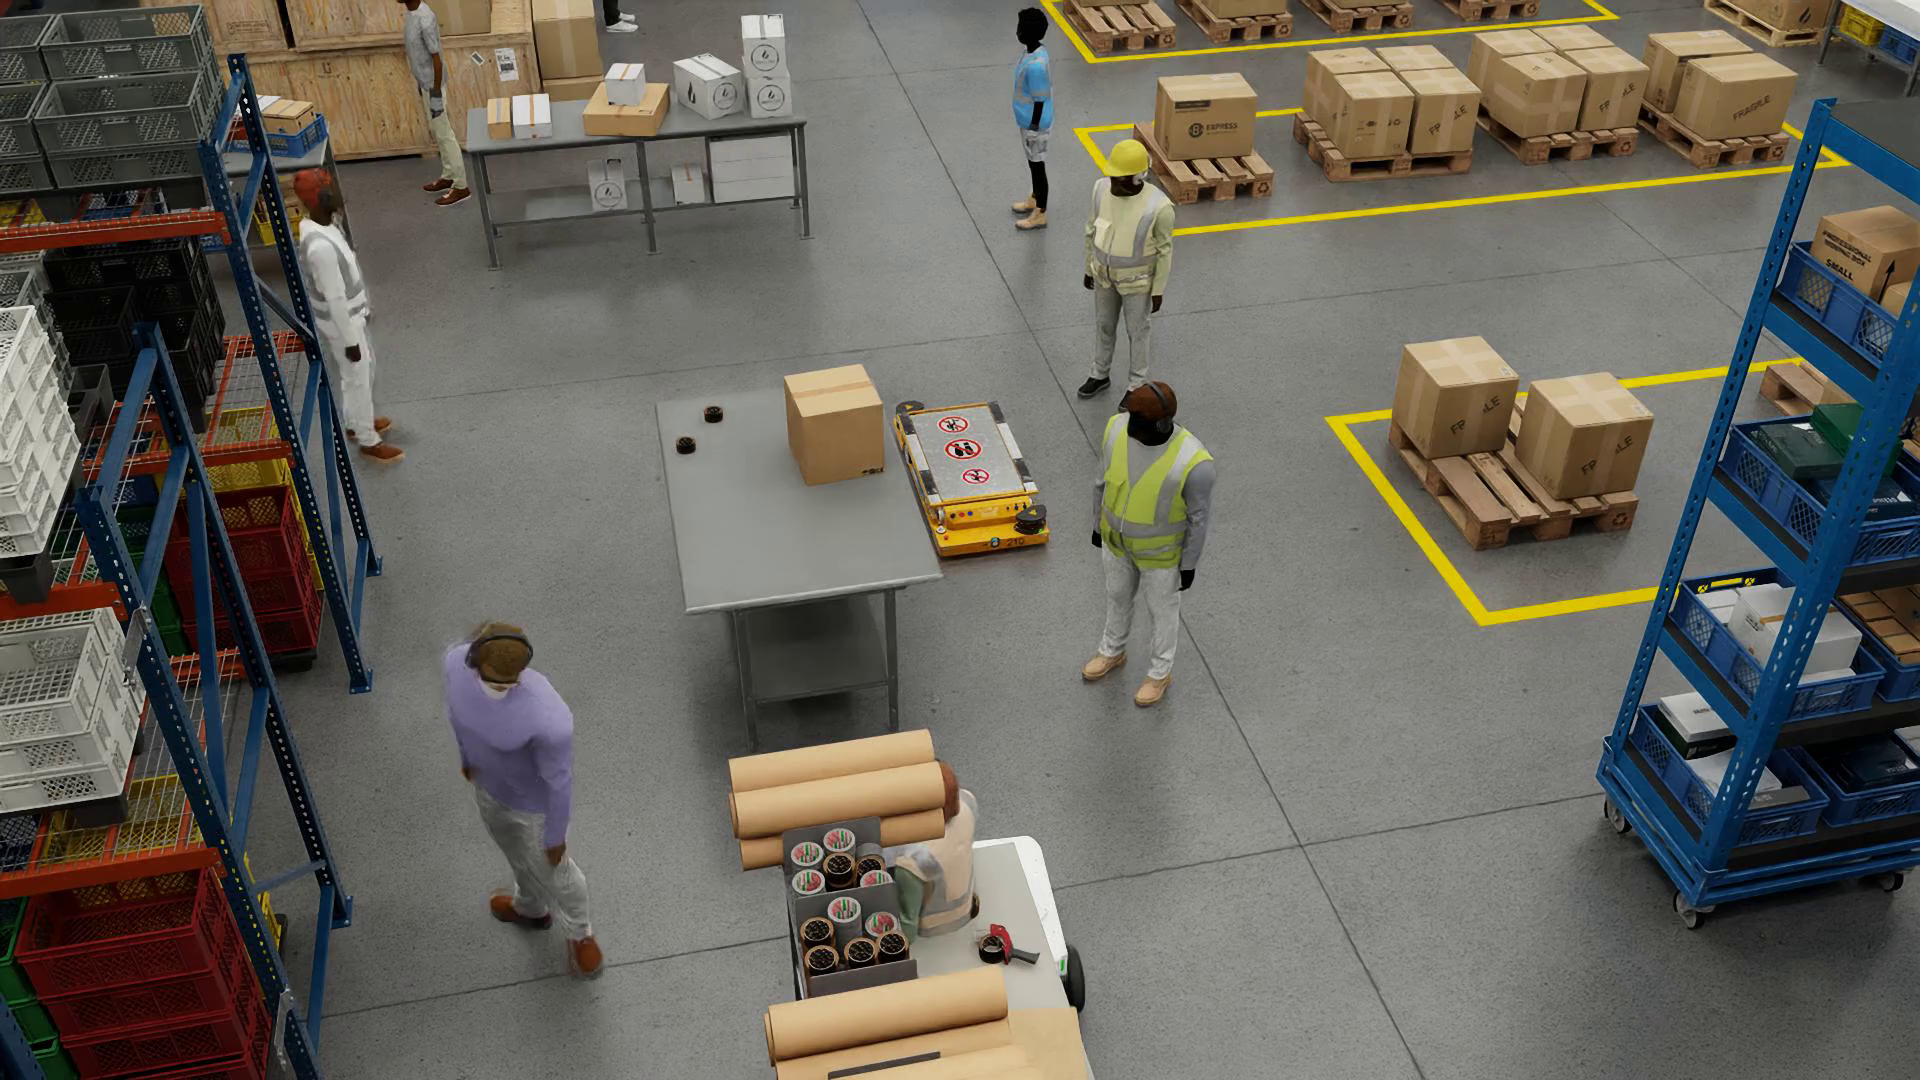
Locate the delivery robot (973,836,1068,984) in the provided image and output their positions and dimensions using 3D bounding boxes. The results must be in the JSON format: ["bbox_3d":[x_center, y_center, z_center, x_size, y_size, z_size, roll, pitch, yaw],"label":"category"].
[{"bbox_3d":[0.231,1.591,7.081,0.477,0.478,0.707,-5,37,-7],"label":"delivery robot"}]

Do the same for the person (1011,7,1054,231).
[{"bbox_3d":[0.551,-3.197,12.640,0.320,1.695,0.537,0,37,-1],"label":"person"}]

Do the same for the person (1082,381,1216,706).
[{"bbox_3d":[0.902,0.016,8.205,0.632,1.840,0.429,26,44,31],"label":"person"}]

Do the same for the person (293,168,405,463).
[{"bbox_3d":[-3.711,-1.313,9.974,0.386,1.866,0.621,-10,38,-13],"label":"person"}]

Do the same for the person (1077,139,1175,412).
[{"bbox_3d":[1.027,-1.663,10.468,0.595,1.828,0.403,24,43,29],"label":"person"}]

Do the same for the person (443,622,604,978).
[{"bbox_3d":[-1.817,1.015,6.817,0.753,1.908,0.337,24,43,29],"label":"person"}]

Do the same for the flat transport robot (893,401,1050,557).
[{"bbox_3d":[0.046,-0.430,10.108,0.652,0.197,1.431,-8,37,-10],"label":"flat transport robot"}]

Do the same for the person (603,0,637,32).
[{"bbox_3d":[-3.415,-5.906,16.110,0.390,1.911,0.592,-9,38,-12],"label":"person"}]

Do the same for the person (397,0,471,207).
[{"bbox_3d":[-4.143,-3.535,12.952,0.329,1.873,0.512,-18,40,-23],"label":"person"}]

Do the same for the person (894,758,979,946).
[{"bbox_3d":[-0.086,1.474,6.419,0.315,1.631,0.523,18,40,23],"label":"person"}]
